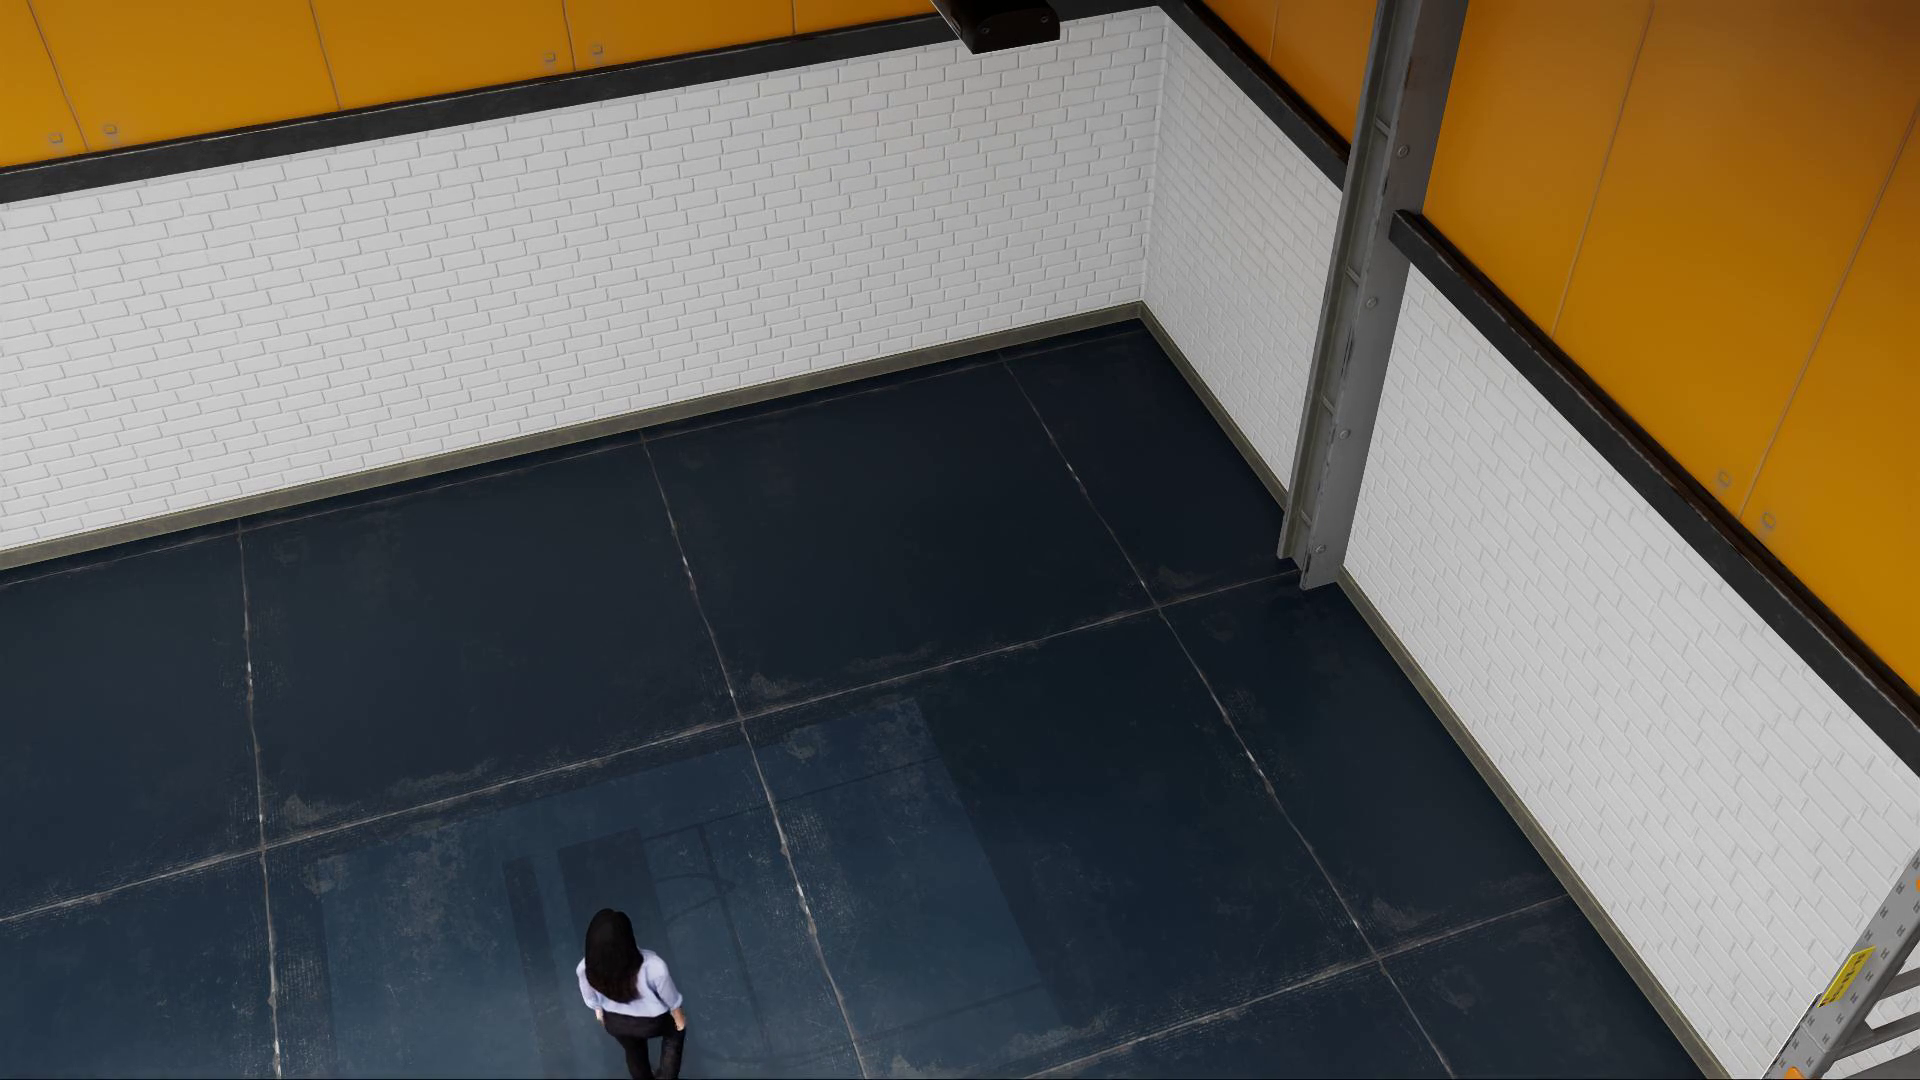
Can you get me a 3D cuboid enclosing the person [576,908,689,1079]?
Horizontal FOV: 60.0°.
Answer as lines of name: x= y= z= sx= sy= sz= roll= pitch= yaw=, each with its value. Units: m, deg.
person: x=-1.616 y=2.453 z=8.287 sx=0.794 sy=1.737 sz=0.841 roll=2 pitch=44 yaw=2
